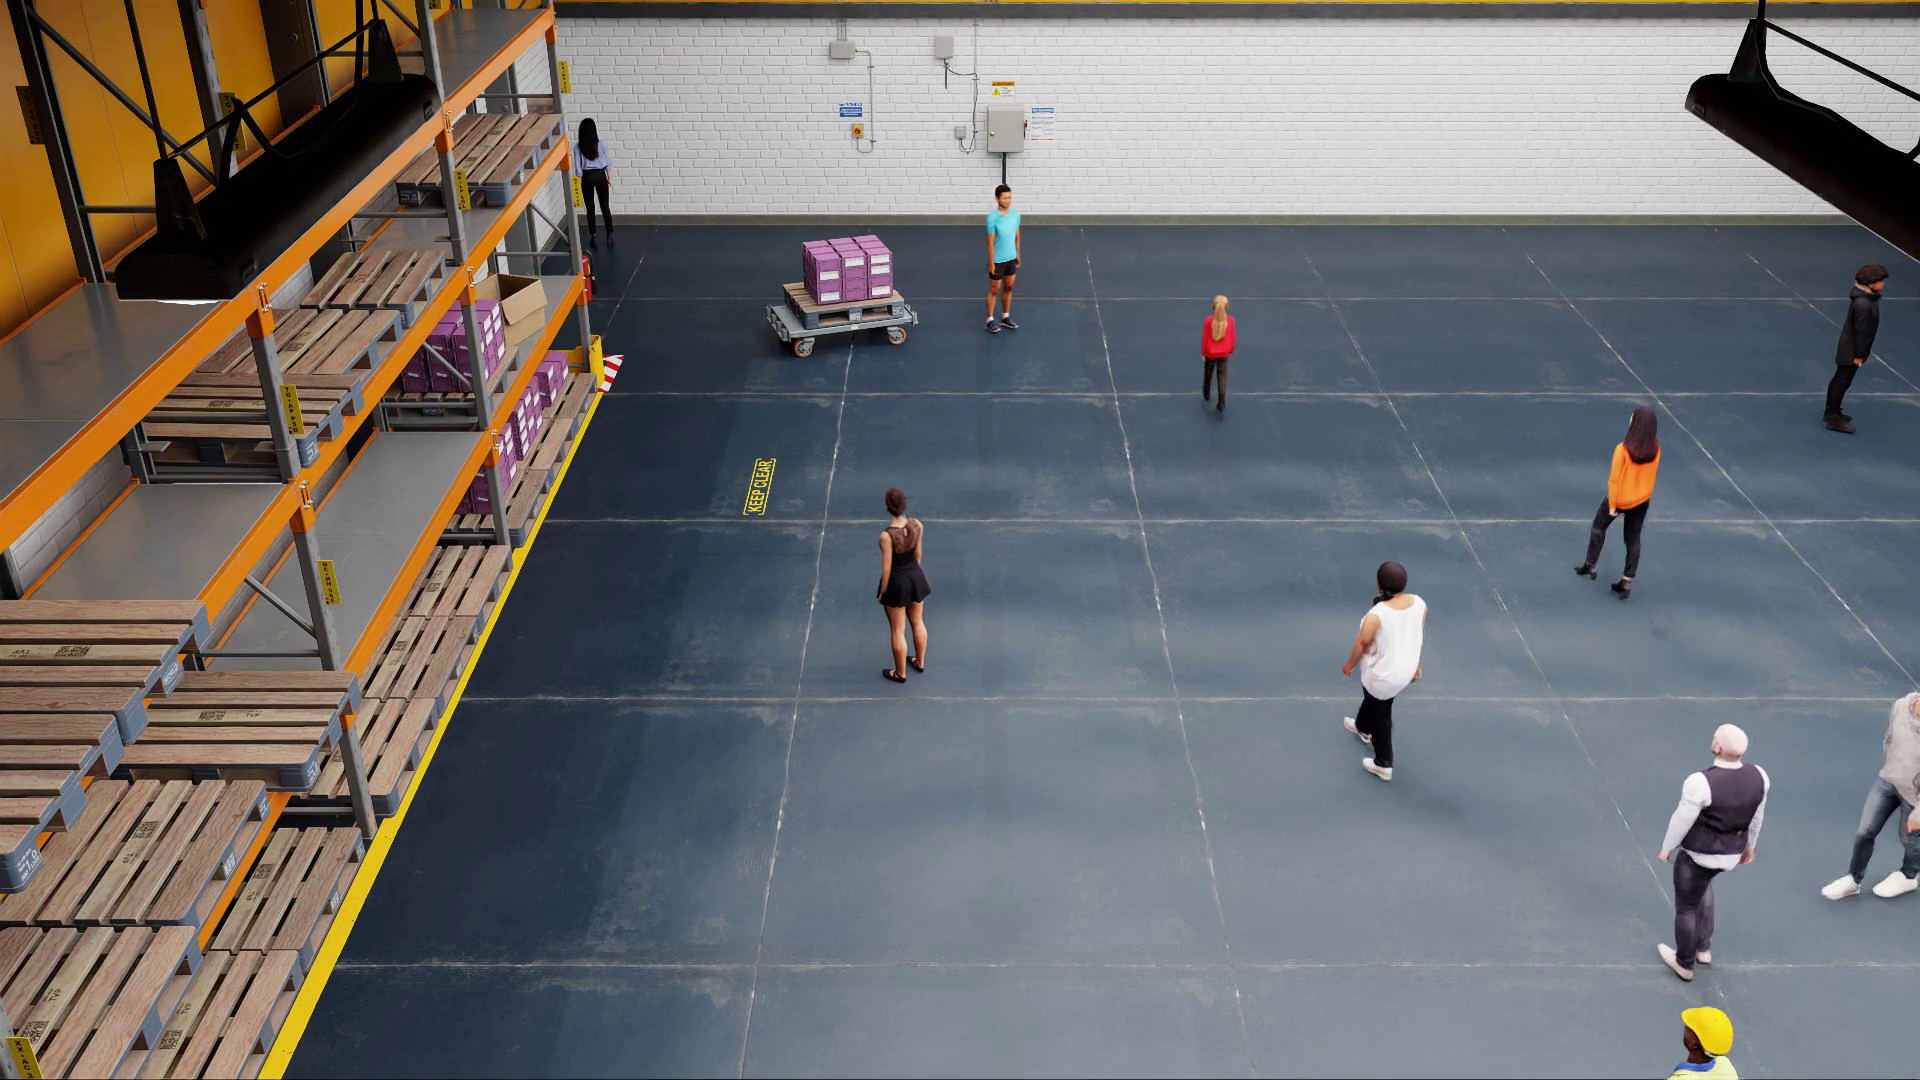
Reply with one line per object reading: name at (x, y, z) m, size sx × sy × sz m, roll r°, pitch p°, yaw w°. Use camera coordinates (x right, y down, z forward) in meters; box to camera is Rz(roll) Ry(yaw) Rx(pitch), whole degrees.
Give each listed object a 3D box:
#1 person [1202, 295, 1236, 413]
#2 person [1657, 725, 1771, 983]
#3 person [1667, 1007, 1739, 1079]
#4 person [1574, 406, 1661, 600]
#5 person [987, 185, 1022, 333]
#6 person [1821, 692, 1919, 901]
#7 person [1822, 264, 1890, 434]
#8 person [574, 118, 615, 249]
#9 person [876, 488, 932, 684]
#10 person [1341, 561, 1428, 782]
person at (2.753, -1.960, 17.719) m, size 0.502 × 1.256 × 0.902 m, roll 1°, pitch 29°, yaw 1°
person at (4.543, 1.940, 9.989) m, size 0.779 × 1.812 × 0.724 m, roll -6°, pitch 29°, yaw -11°
person at (3.519, 3.053, 7.996) m, size 1.011 × 1.766 × 1.272 m, roll -13°, pitch 31°, yaw -23°
person at (5.745, -0.289, 14.162) m, size 0.738 × 1.729 × 0.870 m, roll -7°, pitch 29°, yaw -12°
person at (0.497, -3.344, 19.716) m, size 0.683 × 1.773 × 0.706 m, roll -19°, pitch 34°, yaw -31°
person at (6.134, 1.583, 10.656) m, size 0.960 × 1.800 × 1.015 m, roll -7°, pitch 29°, yaw -13°
person at (9.272, -2.011, 17.265) m, size 0.771 × 1.781 × 0.658 m, roll 10°, pitch 30°, yaw 18°
person at (-4.947, -4.827, 22.467) m, size 0.716 × 1.743 × 0.662 m, roll -9°, pitch 30°, yaw -16°
person at (-0.458, 0.342, 13.060) m, size 0.680 × 1.677 × 0.734 m, roll -24°, pitch 37°, yaw -36°
person at (3.091, 0.966, 11.929) m, size 0.929 × 1.664 × 1.051 m, roll -17°, pitch 33°, yaw -29°
